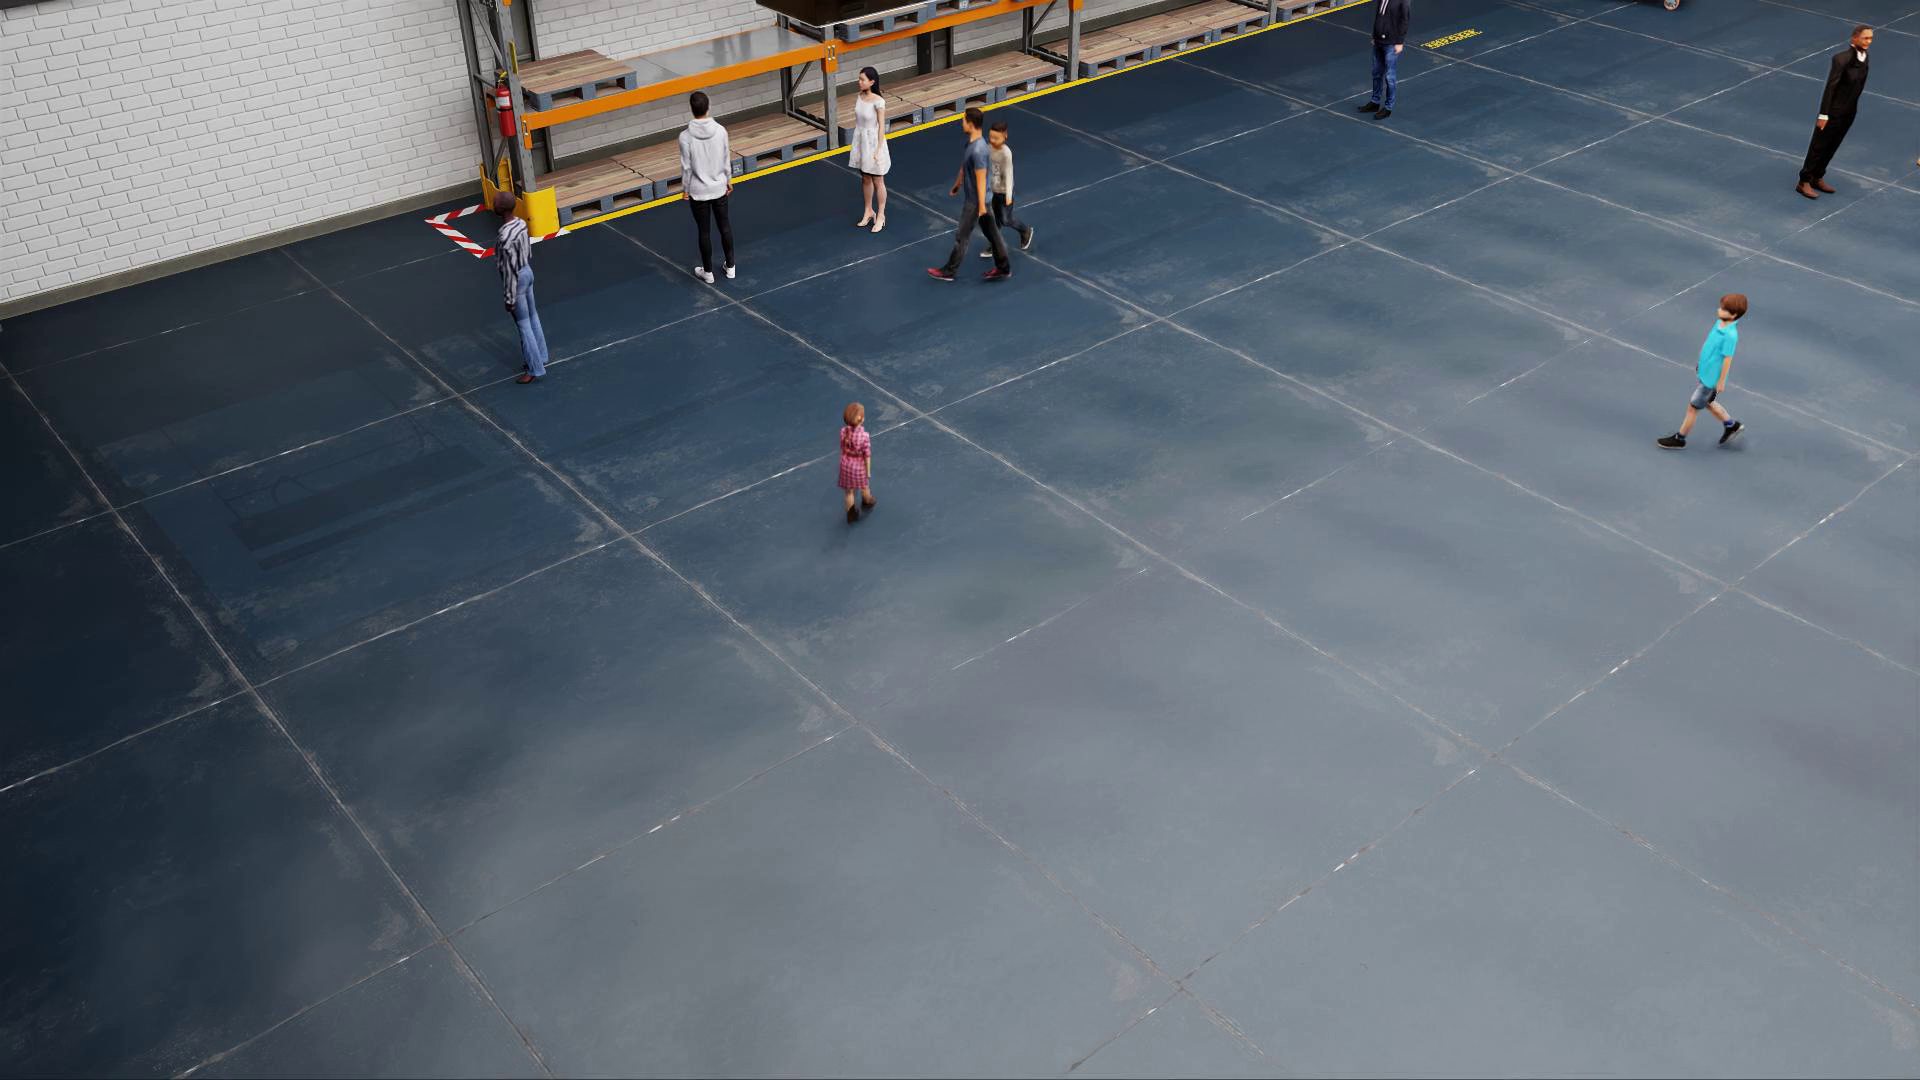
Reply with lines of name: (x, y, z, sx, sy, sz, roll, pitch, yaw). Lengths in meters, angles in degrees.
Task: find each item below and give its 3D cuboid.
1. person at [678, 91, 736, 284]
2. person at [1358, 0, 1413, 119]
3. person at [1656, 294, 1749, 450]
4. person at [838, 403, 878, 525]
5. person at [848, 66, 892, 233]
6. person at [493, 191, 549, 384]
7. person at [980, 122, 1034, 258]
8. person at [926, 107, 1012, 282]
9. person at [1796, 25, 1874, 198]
person: (-2.516, -3.525, 16.614, 0.583, 1.929, 0.788, -16, 37, -23)
person: (5.340, -6.222, 20.705, 0.636, 1.892, 0.722, -17, 37, -23)
person: (6.340, -1.392, 13.854, 0.944, 1.432, 0.914, 4, 34, 6)
person: (-0.845, -0.582, 13.016, 0.574, 1.010, 0.662, 10, 35, 14)
person: (-0.956, -4.164, 17.714, 0.631, 1.775, 0.647, -27, 42, -34)
person: (-3.928, -2.259, 14.831, 0.745, 1.796, 0.692, 2, 34, 3)
person: (0.488, -3.629, 17.199, 0.774, 1.455, 0.575, -26, 42, -34)
person: (0.279, -3.404, 16.583, 1.198, 1.762, 1.074, -1, 34, -2)
person: (9.793, -4.798, 18.553, 0.598, 1.903, 0.807, -18, 38, -25)
